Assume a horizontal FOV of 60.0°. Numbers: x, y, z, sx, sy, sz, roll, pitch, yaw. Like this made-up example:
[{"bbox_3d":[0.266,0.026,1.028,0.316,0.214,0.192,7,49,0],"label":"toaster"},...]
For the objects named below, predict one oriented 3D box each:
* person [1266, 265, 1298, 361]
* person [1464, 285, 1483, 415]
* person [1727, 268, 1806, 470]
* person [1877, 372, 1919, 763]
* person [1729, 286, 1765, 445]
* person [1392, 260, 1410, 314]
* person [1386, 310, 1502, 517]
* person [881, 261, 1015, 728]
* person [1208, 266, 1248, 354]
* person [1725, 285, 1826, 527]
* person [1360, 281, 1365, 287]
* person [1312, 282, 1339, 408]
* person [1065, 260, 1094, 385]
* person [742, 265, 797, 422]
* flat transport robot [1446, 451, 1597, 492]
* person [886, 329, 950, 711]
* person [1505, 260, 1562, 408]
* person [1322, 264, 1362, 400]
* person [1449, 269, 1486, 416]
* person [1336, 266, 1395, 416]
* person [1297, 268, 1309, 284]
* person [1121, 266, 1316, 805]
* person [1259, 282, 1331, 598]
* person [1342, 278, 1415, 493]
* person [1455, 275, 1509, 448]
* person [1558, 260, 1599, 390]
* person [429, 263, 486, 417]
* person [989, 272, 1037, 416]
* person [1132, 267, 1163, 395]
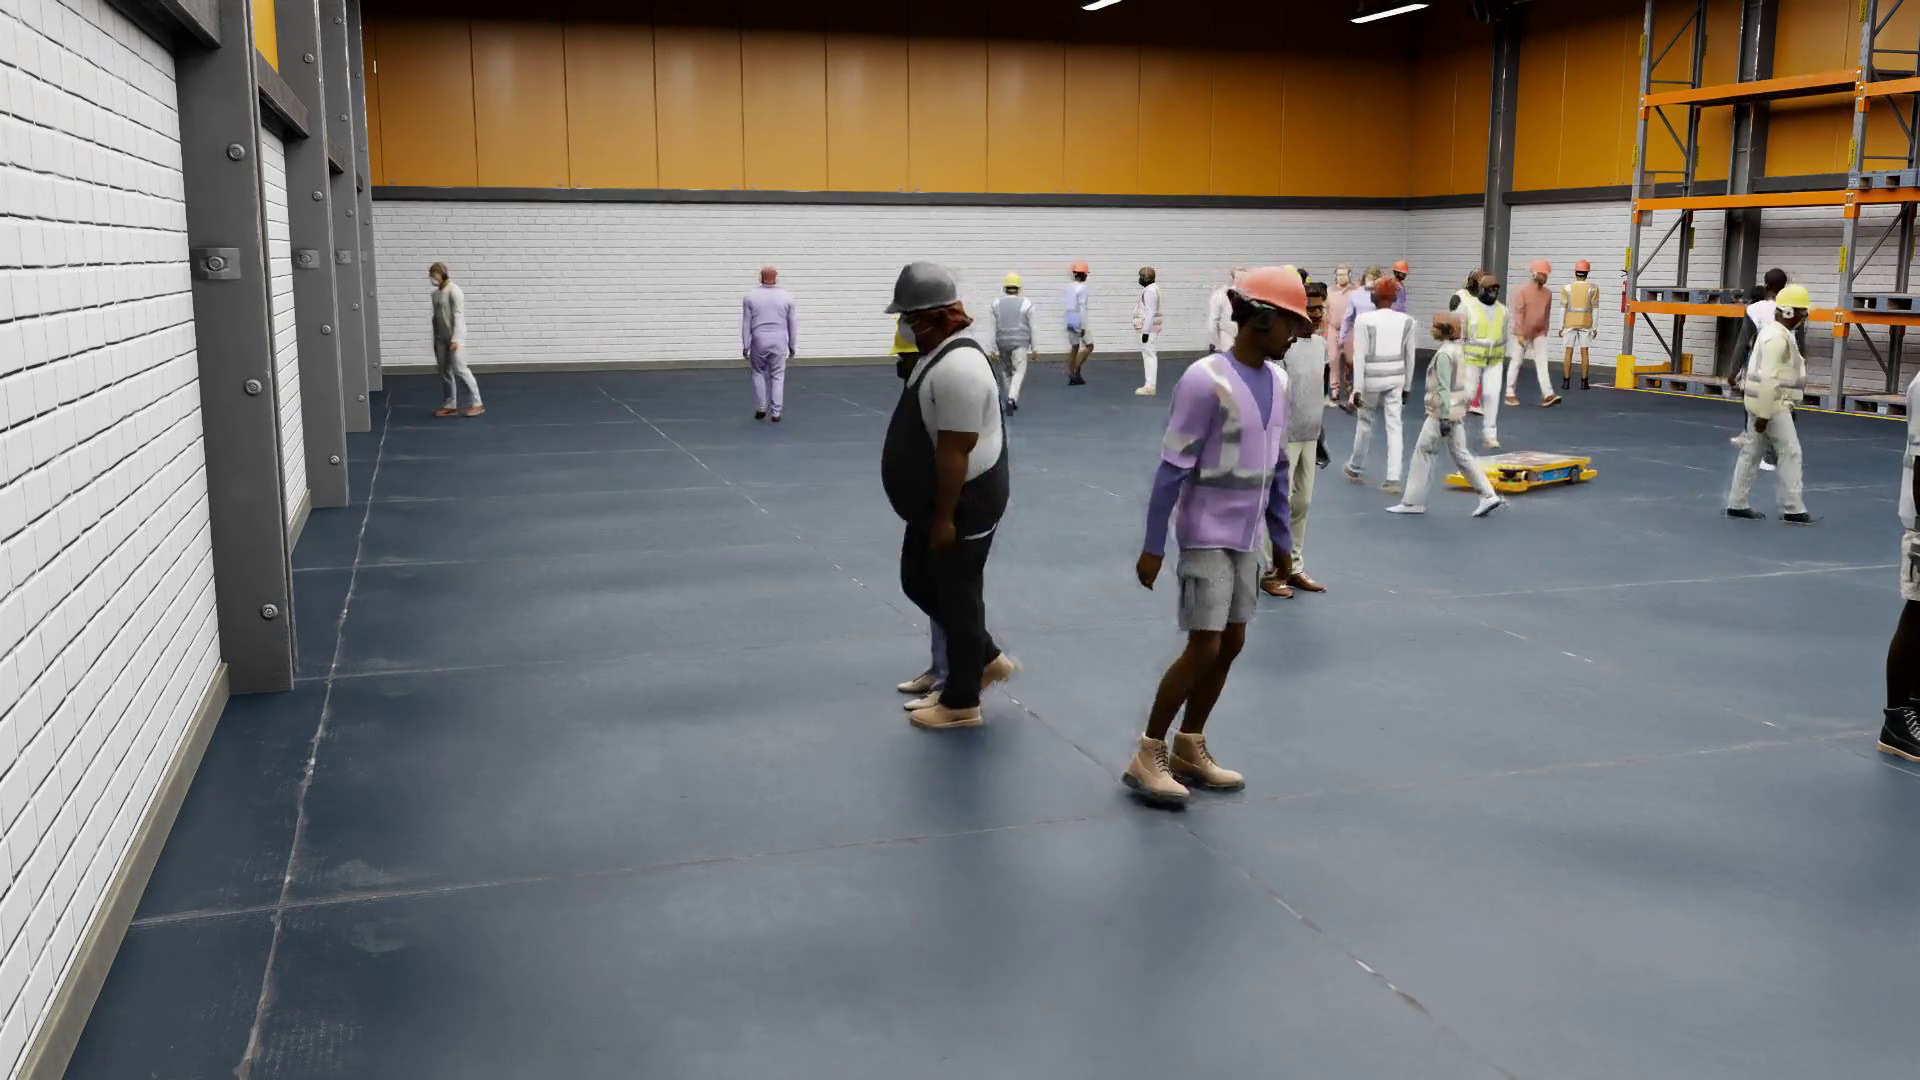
[{"bbox_3d":[3.794,-2.317,19.795,0.587,1.910,0.576,-8,13,-39],"label":"person"},{"bbox_3d":[6.500,-2.456,21.011,0.361,1.757,0.570,-3,10,-16],"label":"person"},{"bbox_3d":[7.643,-1.629,15.872,0.595,1.889,0.851,-1,10,-9],"label":"person"},{"bbox_3d":[4.004,-0.086,6.704,0.613,1.959,0.370,-8,13,-39],"label":"person"},{"bbox_3d":[8.467,-1.854,17.699,0.573,1.700,0.317,-7,12,-33],"label":"person"},{"bbox_3d":[7.188,-3.627,27.345,0.390,1.922,0.551,7,12,34],"label":"person"},{"bbox_3d":[3.790,-0.973,12.861,0.835,1.603,0.520,6,11,29],"label":"person"},{"bbox_3d":[-0.063,-0.191,7.088,0.541,2.000,0.690,-2,10,-11],"label":"person"},{"bbox_3d":[3.565,-2.551,21.235,0.681,1.868,0.804,-3,10,-17],"label":"person"},{"bbox_3d":[6.217,-1.003,12.512,0.787,1.797,0.594,3,10,19],"label":"person"},{"bbox_3d":[7.171,-3.849,29.502,0.500,1.616,0.375,1,10,8],"label":"person"},{"bbox_3d":[4.628,-2.580,22.009,0.749,1.674,0.533,8,13,40],"label":"person"},{"bbox_3d":[1.837,-3.340,25.667,0.396,1.925,0.546,-6,12,-33],"label":"person"},{"bbox_3d":[-2.324,-2.389,20.262,0.668,1.883,0.664,-2,10,-10],"label":"person"},{"bbox_3d":[4.971,-0.617,14.675,1.431,0.197,0.652,-9,13,-41],"label":"flat transport robot"},{"bbox_3d":[-0.161,-0.117,7.462,0.330,1.765,0.533,-1,10,-5],"label":"person"},{"bbox_3d":[7.590,-2.718,22.004,0.626,1.925,1.052,-2,10,-14],"label":"person"},{"bbox_3d":[5.326,-2.892,23.166,0.662,1.888,0.493,2,10,13],"label":"person"},{"bbox_3d":[6.441,-2.471,20.883,0.623,1.839,0.429,-4,10,-21],"label":"person"},{"bbox_3d":[5.068,-2.497,20.912,1.034,1.867,0.691,-10,14,-44],"label":"person"},{"bbox_3d":[4.852,-2.995,23.937,0.528,1.838,0.880,1,10,3],"label":"person"},{"bbox_3d":[1.002,-0.012,6.185,0.534,1.994,0.641,9,13,41],"label":"person"},{"bbox_3d":[2.018,-0.596,9.928,0.528,1.869,0.313,-8,12,-38],"label":"person"},{"bbox_3d":[3.652,-1.354,14.441,0.593,1.824,1.007,-1,10,-8],"label":"person"},{"bbox_3d":[5.491,-1.900,17.639,0.631,1.816,0.763,-1,10,-8],"label":"person"},{"bbox_3d":[9.253,-3.214,24.889,0.553,1.935,0.362,4,10,21],"label":"person"},{"bbox_3d":[-6.301,-2.487,20.742,0.522,1.918,0.765,-10,14,-44],"label":"person"},{"bbox_3d":[0.662,-2.473,21.004,0.594,1.804,0.878,3,10,15],"label":"person"},{"bbox_3d":[2.702,-3.013,24.008,0.429,1.840,0.633,2,10,12],"label":"person"}]
